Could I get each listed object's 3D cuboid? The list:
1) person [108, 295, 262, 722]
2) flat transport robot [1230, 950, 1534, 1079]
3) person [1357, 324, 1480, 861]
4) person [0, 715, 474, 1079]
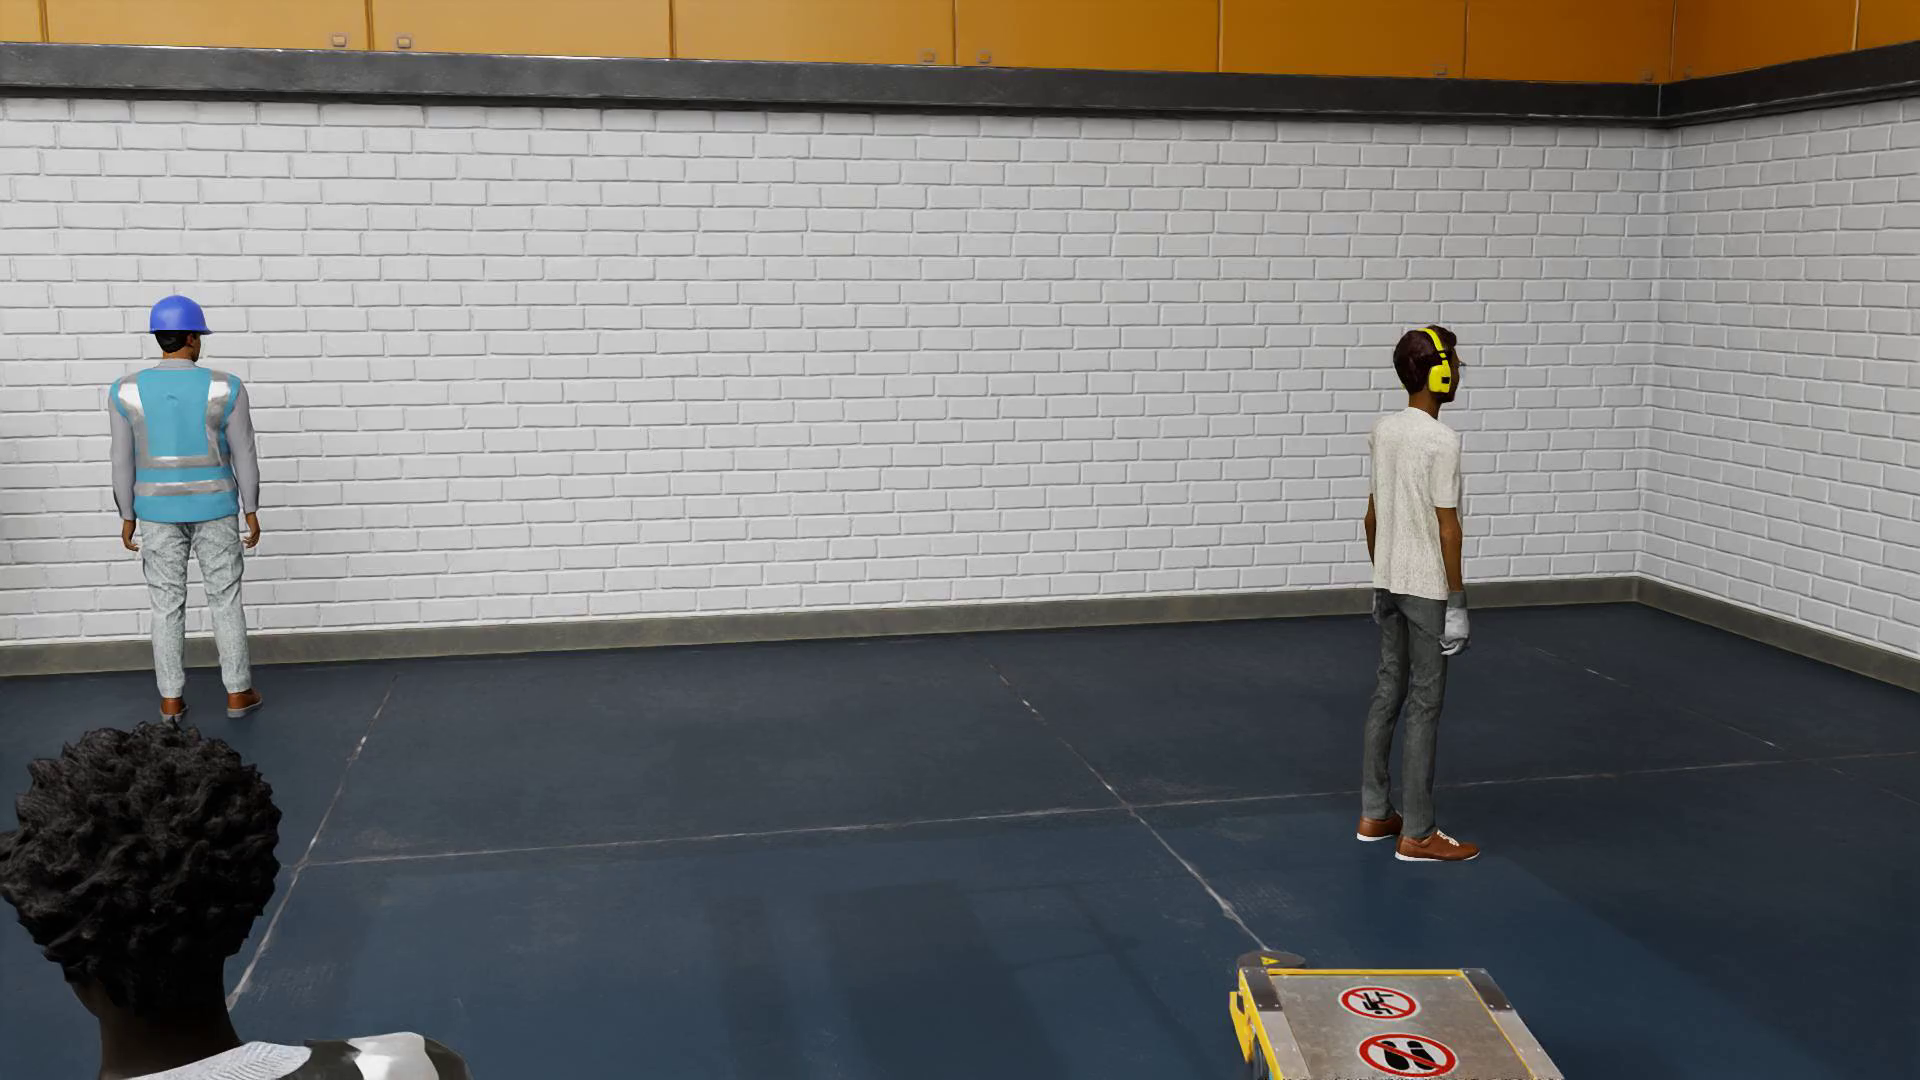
[{"bbox_3d":[-3.523,-0.138,7.607,0.615,1.942,0.398,-3,10,-17],"label":"person"},{"bbox_3d":[1.058,1.315,3.836,0.652,0.197,1.431,0,9,0],"label":"flat transport robot"},{"bbox_3d":[1.618,0.187,5.844,0.328,1.876,0.513,-4,10,-20],"label":"person"},{"bbox_3d":[-0.656,0.993,1.485,0.532,1.693,0.319,-7,12,-37],"label":"person"}]
